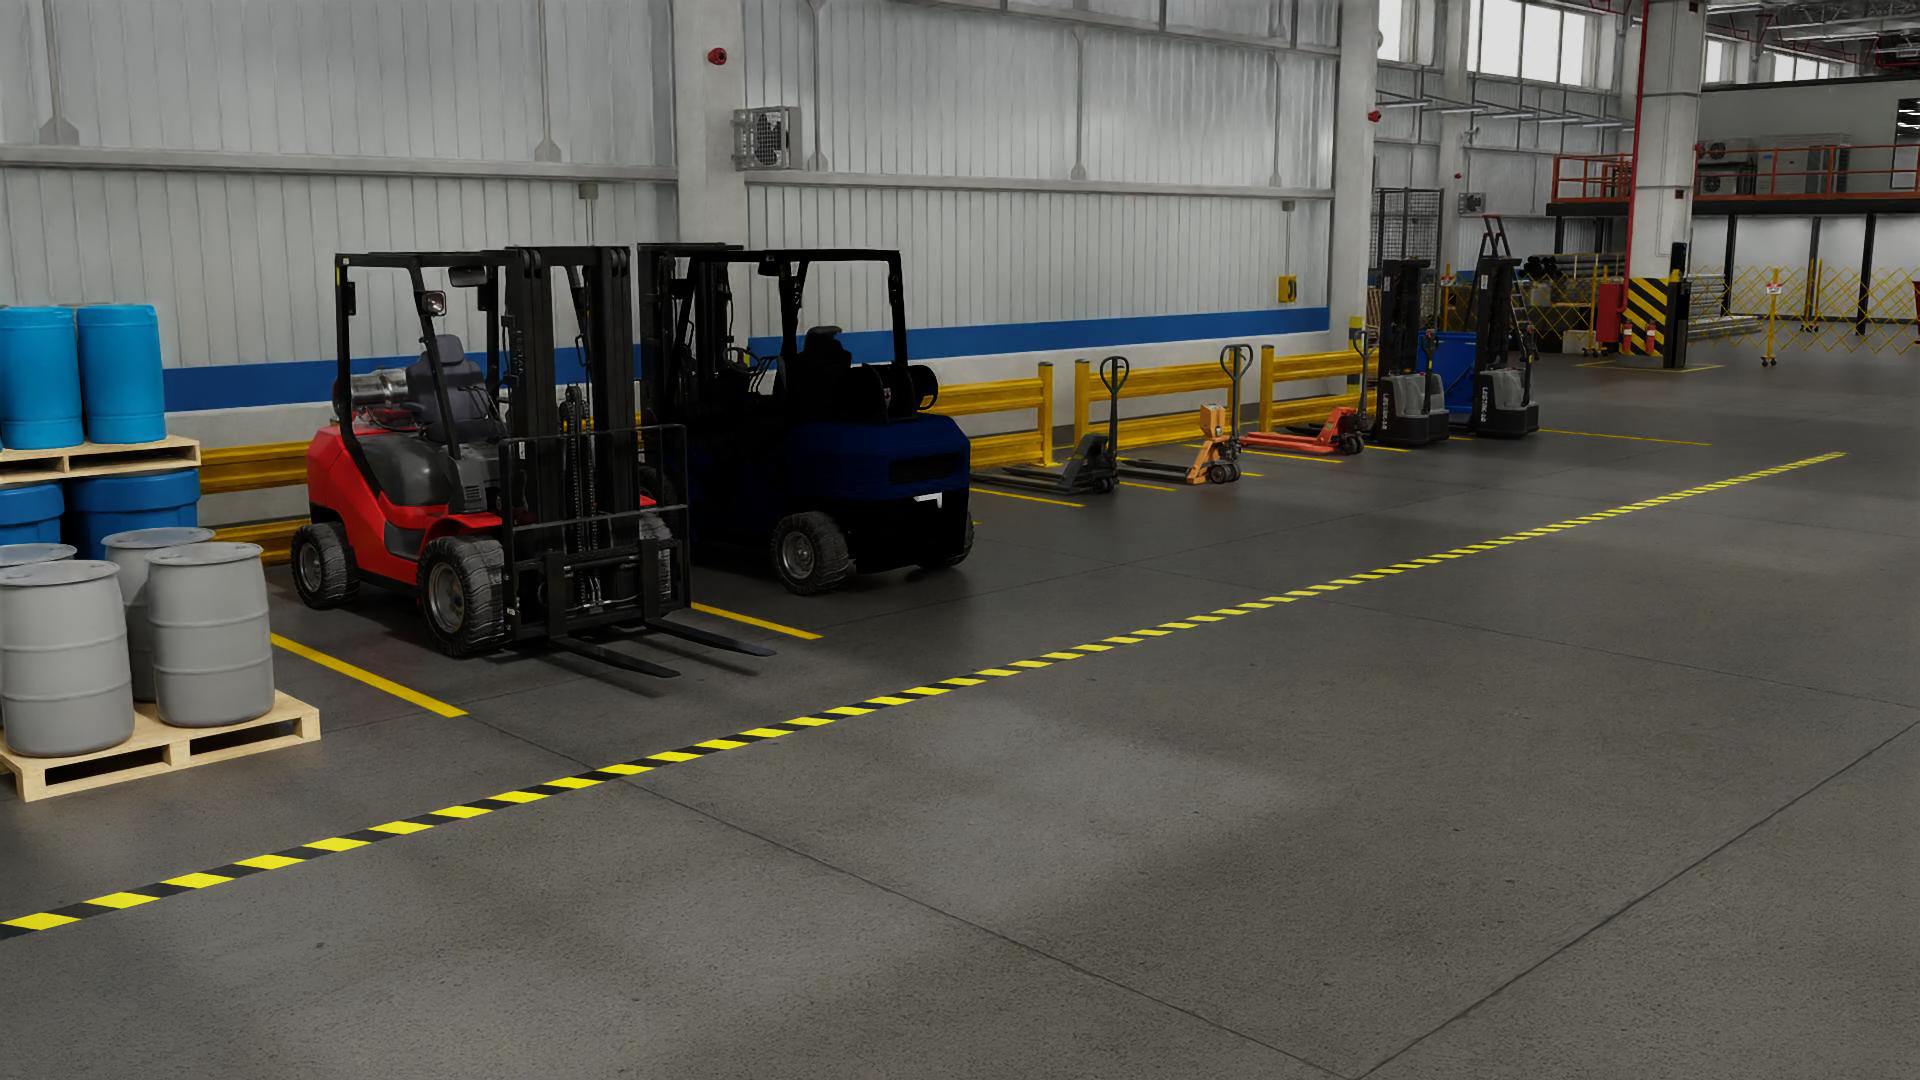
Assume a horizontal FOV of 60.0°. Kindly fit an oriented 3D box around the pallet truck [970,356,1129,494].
[{"bbox_3d":[0.784,-1.085,14.876,0.680,1.201,1.601,-10,14,-44],"label":"pallet truck"}]

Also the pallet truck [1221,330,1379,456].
[{"bbox_3d":[3.563,-1.581,17.381,0.653,1.274,1.630,-10,14,-44],"label":"pallet truck"}]

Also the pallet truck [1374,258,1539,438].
[{"bbox_3d":[5.704,-2.208,18.901,1.885,1.965,0.823,10,14,43],"label":"pallet truck"}]

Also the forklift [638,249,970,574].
[{"bbox_3d":[-1.173,-0.958,11.239,2.680,1.987,1.157,10,14,43],"label":"forklift"}]

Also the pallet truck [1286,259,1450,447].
[{"bbox_3d":[4.493,-2.078,18.196,0.823,1.965,1.885,-9,14,-40],"label":"pallet truck"}]

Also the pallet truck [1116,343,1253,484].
[{"bbox_3d":[1.962,-1.215,15.415,1.522,1.261,0.704,10,14,43],"label":"pallet truck"}]

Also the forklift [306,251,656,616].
[{"bbox_3d":[-2.833,-0.669,9.694,1.157,1.987,2.680,-10,14,-44],"label":"forklift"}]
